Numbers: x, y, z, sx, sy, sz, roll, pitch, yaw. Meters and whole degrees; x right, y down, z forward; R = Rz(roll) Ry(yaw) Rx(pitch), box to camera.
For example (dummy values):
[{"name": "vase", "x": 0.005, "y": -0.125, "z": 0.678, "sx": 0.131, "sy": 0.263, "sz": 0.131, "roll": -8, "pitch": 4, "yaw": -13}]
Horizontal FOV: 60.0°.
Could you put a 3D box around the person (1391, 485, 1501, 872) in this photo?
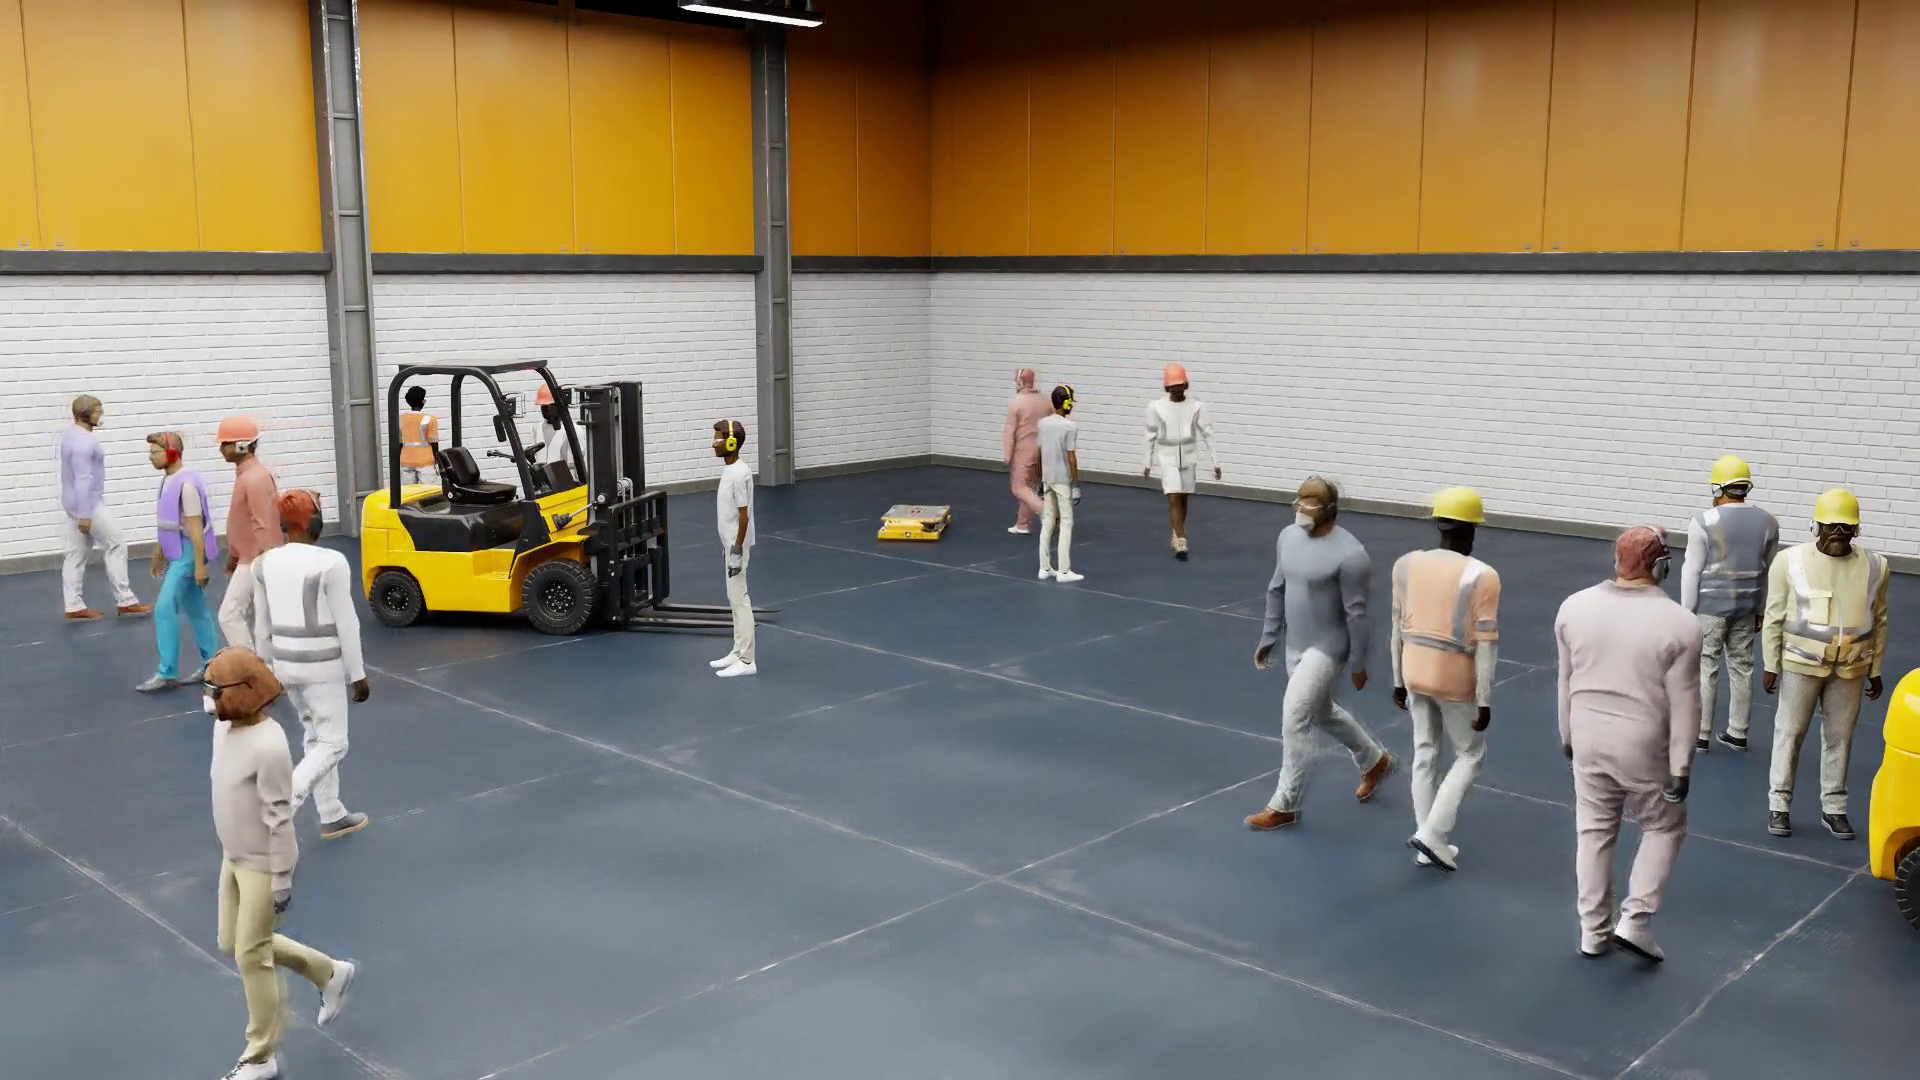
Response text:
[{"name": "person", "x": 2.366, "y": 0.683, "z": 8.148, "sx": 0.436, "sy": 1.911, "sz": 0.586, "roll": -9, "pitch": 13, "yaw": -43}]

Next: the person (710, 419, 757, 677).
[{"name": "person", "x": -1.657, "y": 0.061, "z": 12.094, "sx": 0.328, "sy": 1.861, "sz": 0.515, "roll": -3, "pitch": 10, "yaw": -15}]

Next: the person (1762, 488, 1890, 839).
[{"name": "person", "x": 4.482, "y": 0.639, "z": 8.626, "sx": 0.600, "sy": 1.831, "sz": 0.404, "roll": 2, "pitch": 9, "yaw": 10}]

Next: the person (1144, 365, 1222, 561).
[{"name": "person", "x": 2.279, "y": -0.789, "z": 16.929, "sx": 0.748, "sy": 1.972, "sz": 1.050, "roll": 0, "pitch": 9, "yaw": -1}]

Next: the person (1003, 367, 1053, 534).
[{"name": "person", "x": 0.774, "y": -0.952, "z": 18.238, "sx": 0.653, "sy": 1.879, "sz": 0.771, "roll": -9, "pitch": 13, "yaw": -43}]

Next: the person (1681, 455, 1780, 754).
[{"name": "person", "x": 4.661, "y": 0.396, "z": 10.155, "sx": 0.596, "sy": 1.826, "sz": 0.403, "roll": -2, "pitch": 9, "yaw": -11}]

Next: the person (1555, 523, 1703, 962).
[{"name": "person", "x": 2.839, "y": 0.868, "z": 7.068, "sx": 0.426, "sy": 1.893, "sz": 0.646, "roll": -9, "pitch": 13, "yaw": -44}]

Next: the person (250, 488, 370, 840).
[{"name": "person", "x": -3.315, "y": 0.670, "z": 8.354, "sx": 0.583, "sy": 1.862, "sz": 0.743, "roll": 4, "pitch": 10, "yaw": 24}]

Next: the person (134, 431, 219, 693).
[{"name": "person", "x": -5.557, "y": 0.155, "z": 11.626, "sx": 0.753, "sy": 1.817, "sz": 0.610, "roll": -7, "pitch": 11, "yaw": -36}]

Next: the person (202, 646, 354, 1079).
[{"name": "person", "x": -2.516, "y": 1.166, "z": 6.067, "sx": 0.504, "sy": 1.620, "sz": 0.550, "roll": 9, "pitch": 13, "yaw": 43}]

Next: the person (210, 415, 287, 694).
[{"name": "person", "x": -4.870, "y": 0.136, "z": 11.306, "sx": 0.705, "sy": 1.971, "sz": 0.632, "roll": -3, "pitch": 10, "yaw": -20}]

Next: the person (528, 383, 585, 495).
[{"name": "person", "x": -3.637, "y": -0.443, "z": 14.982, "sx": 0.559, "sy": 1.936, "sz": 0.438, "roll": 3, "pitch": 10, "yaw": 17}]

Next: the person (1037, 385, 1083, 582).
[{"name": "person", "x": 0.936, "y": -0.532, "z": 15.742, "sx": 0.333, "sy": 1.860, "sz": 0.534, "roll": -8, "pitch": 12, "yaw": -41}]

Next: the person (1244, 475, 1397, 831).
[{"name": "person", "x": 1.972, "y": 0.575, "z": 8.845, "sx": 0.965, "sy": 1.901, "sz": 0.644, "roll": -4, "pitch": 10, "yaw": -23}]

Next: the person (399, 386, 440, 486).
[{"name": "person", "x": -5.863, "y": -0.820, "z": 18.018, "sx": 0.532, "sy": 1.694, "sz": 0.320, "roll": 3, "pitch": 10, "yaw": 18}]

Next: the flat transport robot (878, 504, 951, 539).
[{"name": "flat transport robot", "x": -0.496, "y": -0.213, "z": 18.627, "sx": 0.652, "sy": 0.197, "sz": 1.431, "roll": 1, "pitch": 9, "yaw": 5}]

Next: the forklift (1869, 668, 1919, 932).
[{"name": "forklift", "x": 5.205, "y": 0.723, "z": 7.013, "sx": 2.313, "sy": 2.155, "sz": 1.214, "roll": 9, "pitch": 13, "yaw": 43}]

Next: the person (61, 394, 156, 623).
[{"name": "person", "x": -7.160, "y": -0.267, "z": 13.933, "sx": 0.830, "sy": 1.909, "sz": 0.657, "roll": -6, "pitch": 11, "yaw": -35}]

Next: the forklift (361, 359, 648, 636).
[{"name": "forklift", "x": -3.850, "y": -0.407, "z": 13.936, "sx": 2.313, "sy": 2.155, "sz": 1.214, "roll": 2, "pitch": 9, "yaw": 11}]
